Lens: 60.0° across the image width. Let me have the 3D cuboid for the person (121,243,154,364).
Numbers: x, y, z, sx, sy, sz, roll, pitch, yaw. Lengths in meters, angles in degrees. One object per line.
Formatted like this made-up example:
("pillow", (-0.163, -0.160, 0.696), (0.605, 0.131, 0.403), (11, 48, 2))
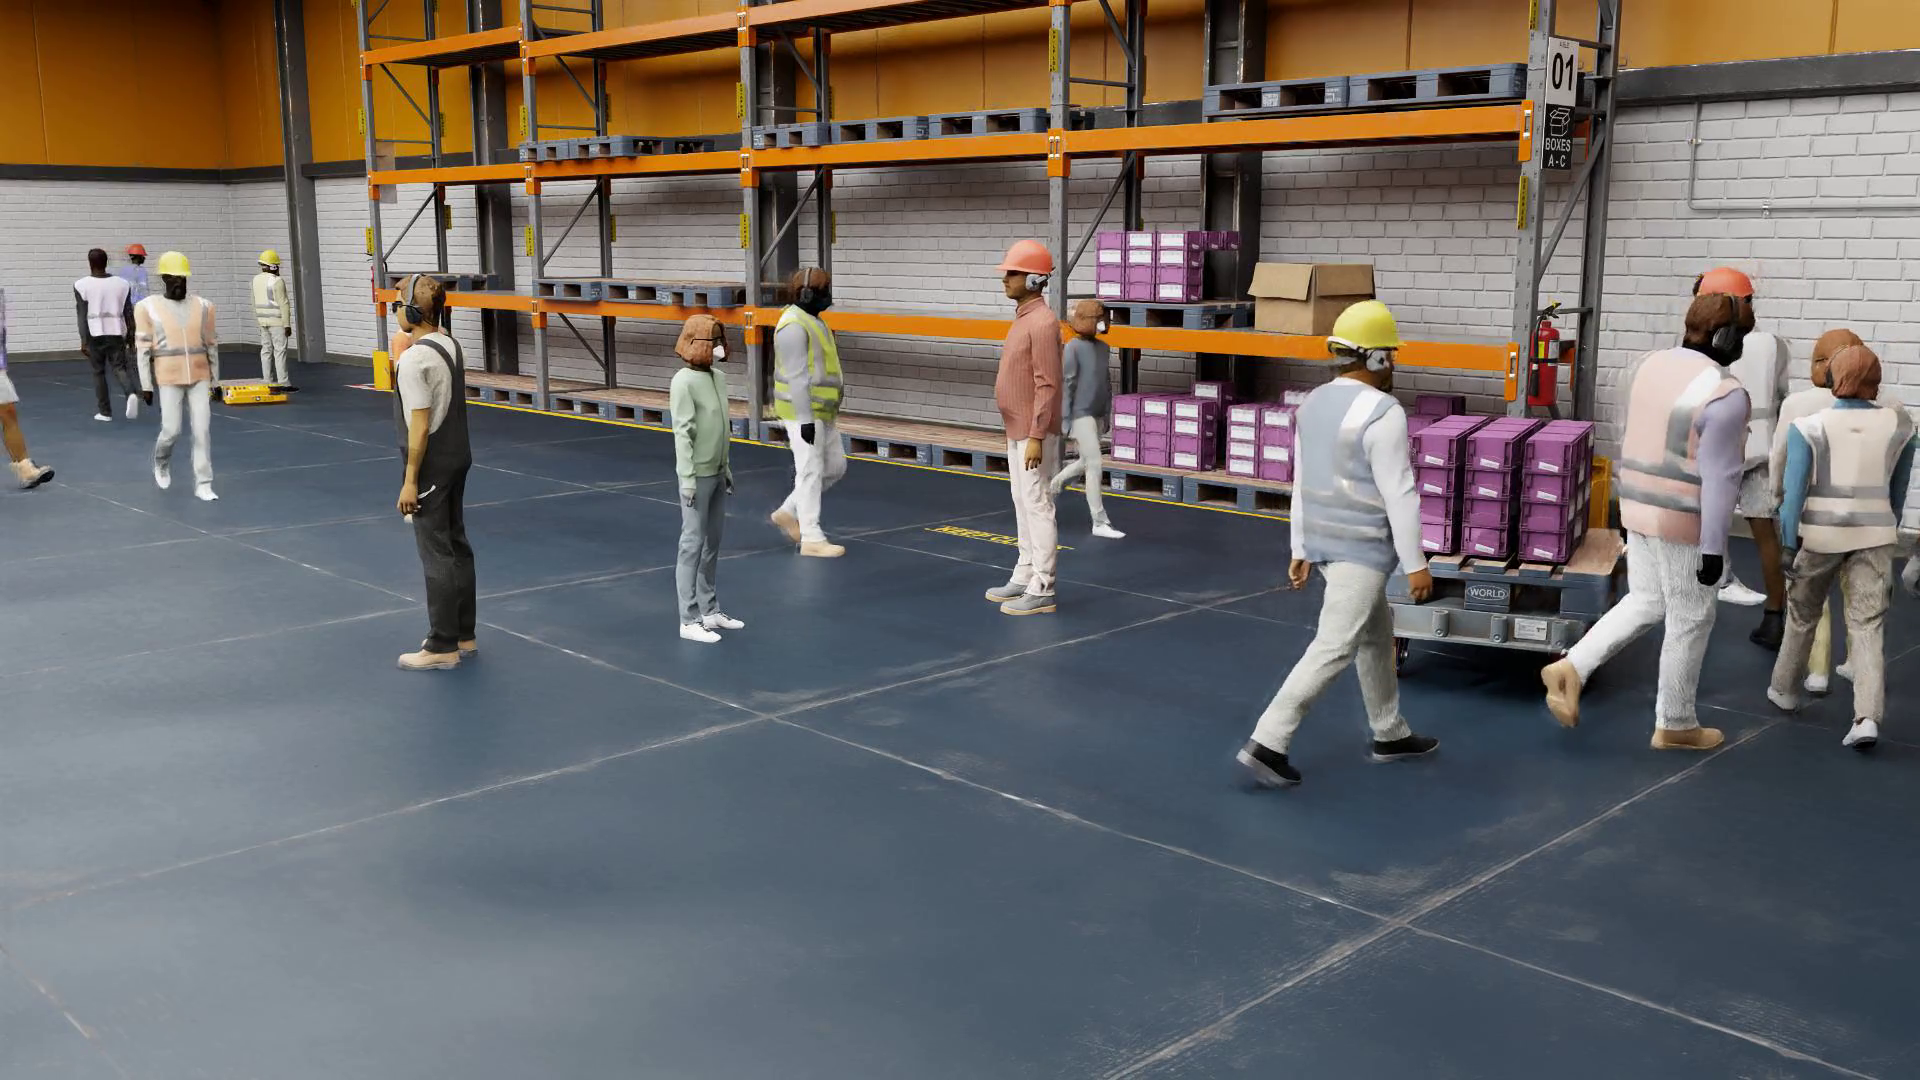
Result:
("person", (-13.085, -3.743, 26.361), (0.559, 1.903, 0.959), (7, 12, 33))

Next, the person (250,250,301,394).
("person", (-8.780, -2.786, 21.305), (0.590, 1.833, 0.404), (6, 12, 28))

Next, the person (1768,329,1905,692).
("person", (3.876, -0.127, 7.398), (0.520, 1.612, 0.530), (3, 11, 18))

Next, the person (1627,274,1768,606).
("person", (4.069, -0.553, 9.168), (0.732, 1.827, 0.549), (7, 12, 34))

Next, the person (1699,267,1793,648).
("person", (3.903, -0.431, 8.389), (0.571, 1.868, 1.037), (-1, 10, -4))

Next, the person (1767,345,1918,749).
("person", (3.565, 0.013, 6.713), (0.492, 1.590, 0.886), (3, 11, 15))

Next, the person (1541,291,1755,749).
("person", (2.694, -0.046, 6.432), (0.655, 1.816, 0.670), (-2, 11, -11))

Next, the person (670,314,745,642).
("person", (-1.280, -0.315, 8.372), (0.276, 1.633, 0.507), (3, 11, 16))

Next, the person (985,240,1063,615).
("person", (0.362, -0.601, 8.943), (0.375, 1.997, 0.611), (-2, 11, -11))

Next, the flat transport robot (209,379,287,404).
("flat transport robot", (-8.774, -1.834, 20.374), (0.652, 0.197, 1.431), (-7, 13, -35))

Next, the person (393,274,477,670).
("person", (-2.474, -0.313, 7.785), (0.345, 1.846, 0.508), (1, 10, 6))

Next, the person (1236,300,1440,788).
("person", (1.423, 0.016, 6.155), (0.917, 1.792, 0.590), (-3, 11, -15))

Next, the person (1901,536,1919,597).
("person", (3.565, 0.100, 5.679), (0.550, 1.830, 0.980), (3, 11, 18))

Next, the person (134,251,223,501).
("person", (-6.011, -1.257, 12.783), (0.592, 1.910, 0.659), (-10, 14, -43))

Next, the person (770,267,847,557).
("person", (-0.949, -0.797, 10.466), (0.446, 1.827, 0.636), (2, 11, 12))

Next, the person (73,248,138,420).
("person", (-9.240, -2.216, 18.048), (0.783, 1.893, 0.596), (10, 14, 42))

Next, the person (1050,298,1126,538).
("person", (0.807, -0.839, 11.292), (0.742, 1.611, 0.499), (8, 13, 36))

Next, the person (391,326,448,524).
("person", (-3.756, -0.957, 11.711), (0.319, 1.694, 0.560), (4, 11, 20))

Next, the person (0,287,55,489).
("person", (-7.723, -1.378, 13.162), (1.023, 1.995, 0.637), (4, 11, 19))
